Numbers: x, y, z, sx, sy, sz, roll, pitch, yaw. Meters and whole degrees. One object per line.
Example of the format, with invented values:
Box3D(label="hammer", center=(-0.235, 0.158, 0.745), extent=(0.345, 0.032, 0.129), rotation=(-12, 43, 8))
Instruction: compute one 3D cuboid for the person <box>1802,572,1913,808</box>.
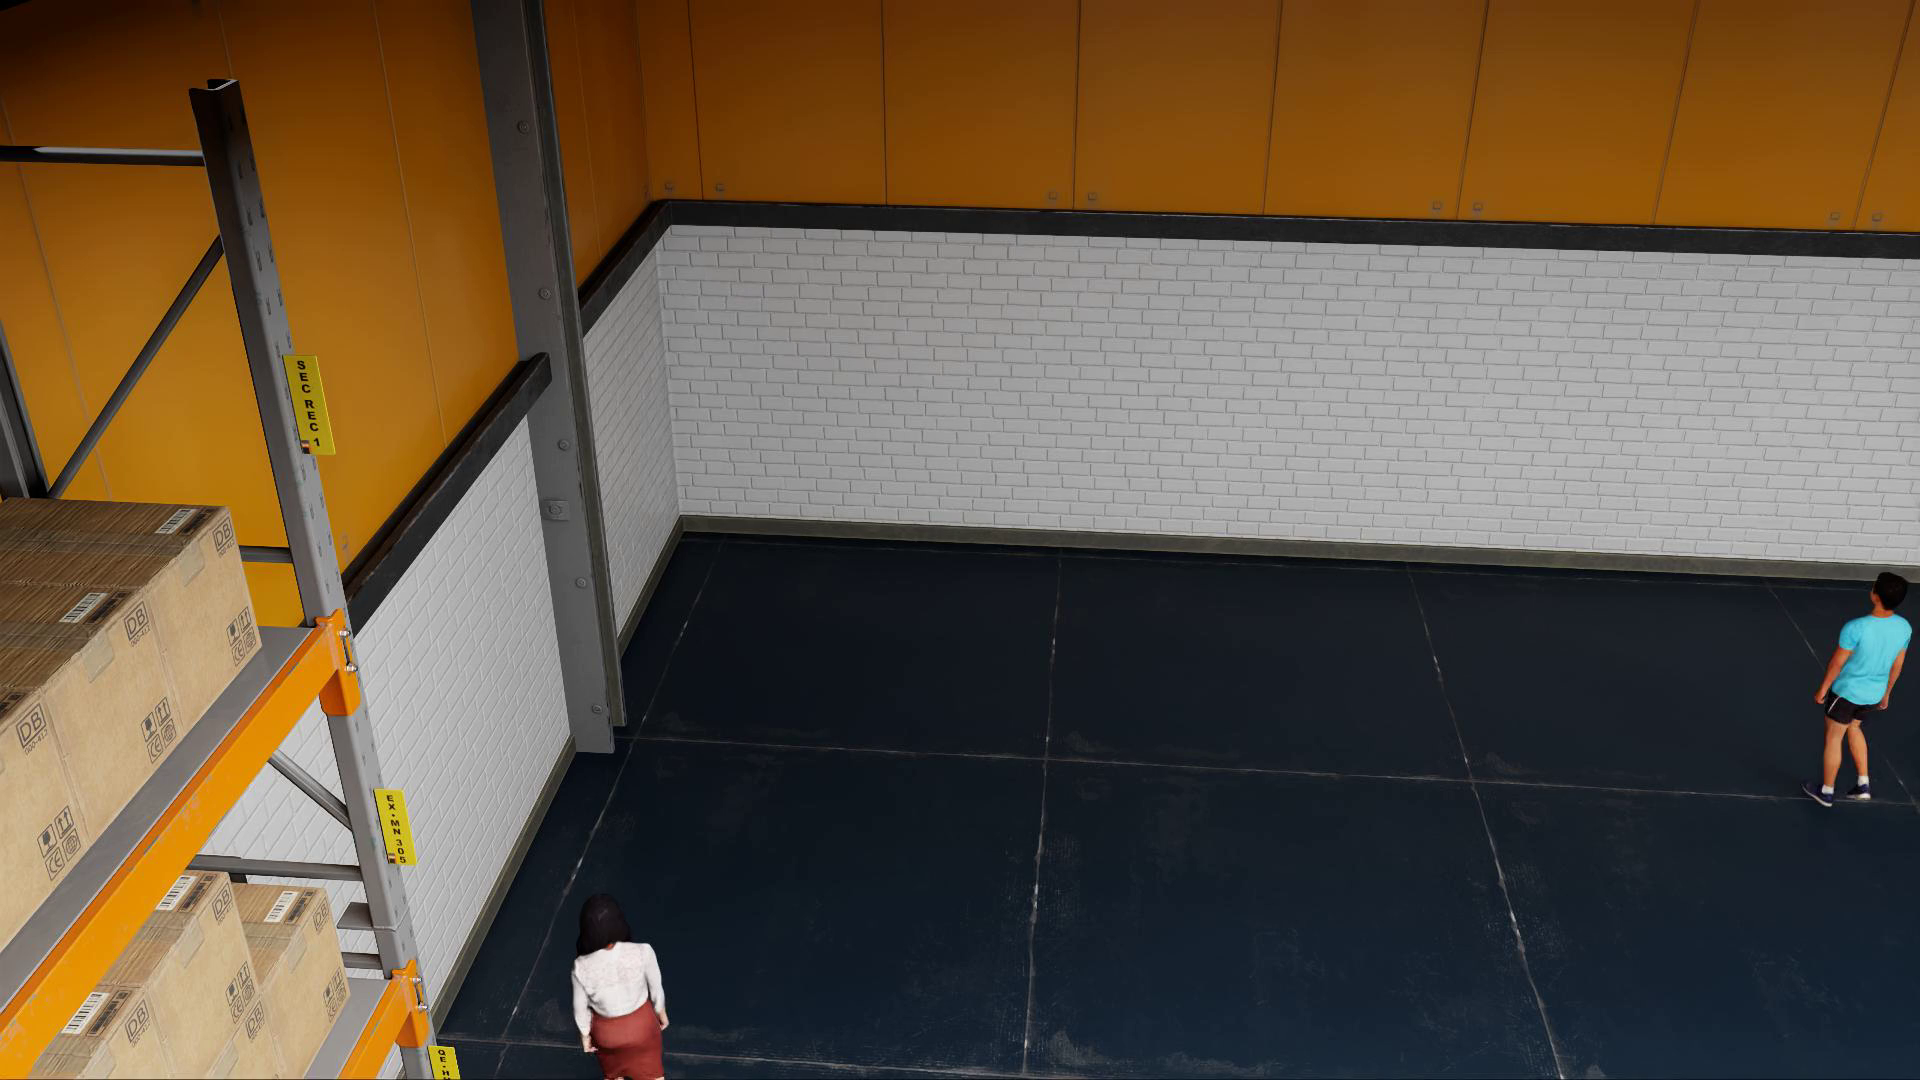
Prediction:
Box3D(label="person", center=(6.003, 1.064, 11.010), extent=(0.719, 1.761, 0.774), rotation=(-5, 29, -9))

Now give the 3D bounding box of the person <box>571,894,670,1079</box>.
Box3D(label="person", center=(-1.668, 2.519, 8.371), extent=(0.811, 1.735, 1.002), rotation=(-8, 30, -14))
